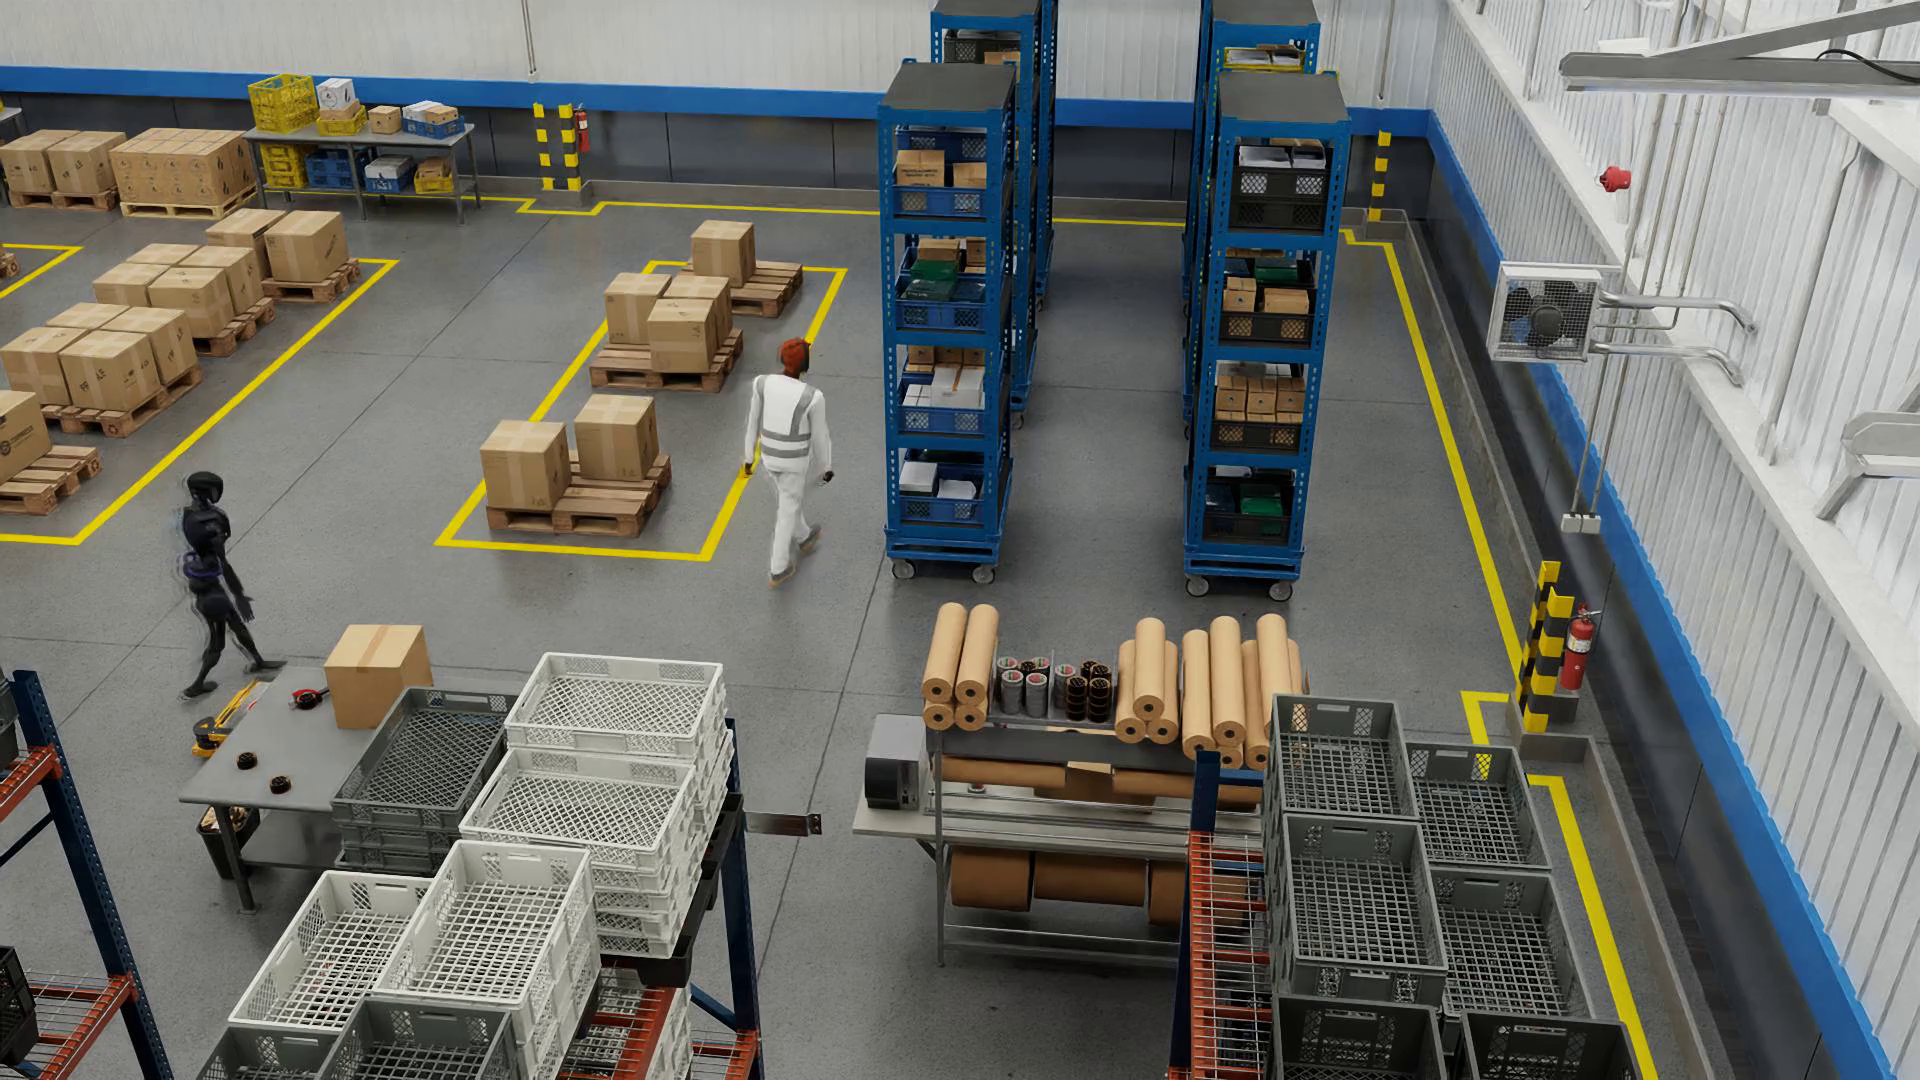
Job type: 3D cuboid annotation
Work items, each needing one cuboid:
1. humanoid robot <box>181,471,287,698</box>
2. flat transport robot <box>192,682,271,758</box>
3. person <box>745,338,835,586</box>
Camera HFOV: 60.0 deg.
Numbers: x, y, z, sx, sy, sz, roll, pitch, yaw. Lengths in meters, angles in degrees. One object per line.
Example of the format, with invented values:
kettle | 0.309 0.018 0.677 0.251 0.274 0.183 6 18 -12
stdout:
humanoid robot | -4.916 0.267 10.853 0.662 1.620 0.651 -17 34 -27
flat transport robot | -4.089 1.163 10.648 1.431 0.197 0.652 3 30 6
person | -1.196 -0.624 12.176 0.605 1.842 0.889 15 34 24
